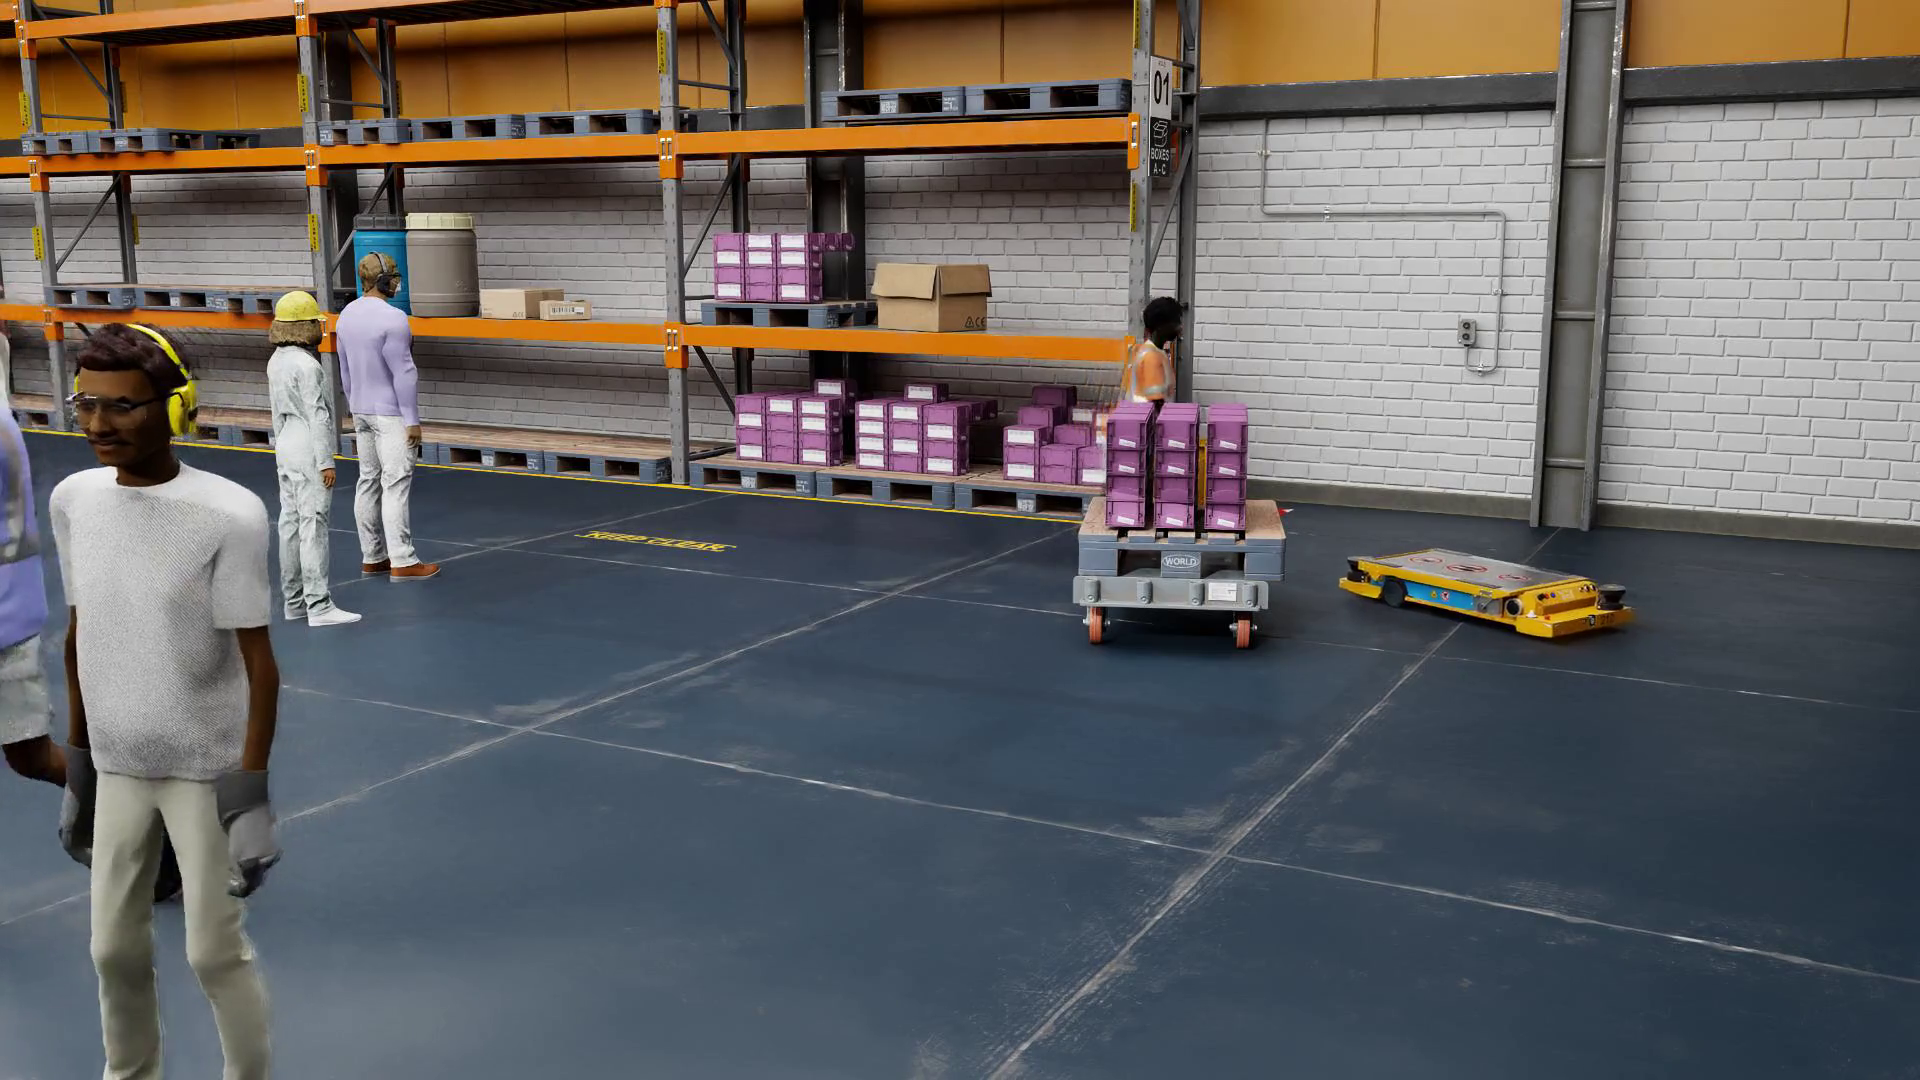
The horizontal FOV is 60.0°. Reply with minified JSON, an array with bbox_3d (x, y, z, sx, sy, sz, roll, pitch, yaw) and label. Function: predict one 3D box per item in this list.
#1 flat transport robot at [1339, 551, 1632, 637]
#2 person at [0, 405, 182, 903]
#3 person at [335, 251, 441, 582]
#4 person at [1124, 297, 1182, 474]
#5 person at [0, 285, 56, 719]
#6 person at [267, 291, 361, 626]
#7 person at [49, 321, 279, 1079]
[{"bbox_3d":[2.812,0.260,9.004,0.652,0.197,1.431,-7,12,-33],"label":"flat transport robot"},{"bbox_3d":[-2.716,0.213,4.811,0.893,1.907,0.539,-6,12,-30],"label":"person"},{"bbox_3d":[-3.388,-0.720,9.799,0.630,1.940,0.372,8,13,36],"label":"person"},{"bbox_3d":[1.242,-0.640,10.113,0.854,1.651,0.540,3,11,17],"label":"person"},{"bbox_3d":[-3.994,-0.207,6.729,0.387,2.034,0.605,2,10,10],"label":"person"},{"bbox_3d":[-3.414,-0.423,8.708,0.487,1.744,0.294,9,14,42],"label":"person"},{"bbox_3d":[-1.622,0.487,3.410,0.585,1.859,0.355,2,11,13],"label":"person"}]
